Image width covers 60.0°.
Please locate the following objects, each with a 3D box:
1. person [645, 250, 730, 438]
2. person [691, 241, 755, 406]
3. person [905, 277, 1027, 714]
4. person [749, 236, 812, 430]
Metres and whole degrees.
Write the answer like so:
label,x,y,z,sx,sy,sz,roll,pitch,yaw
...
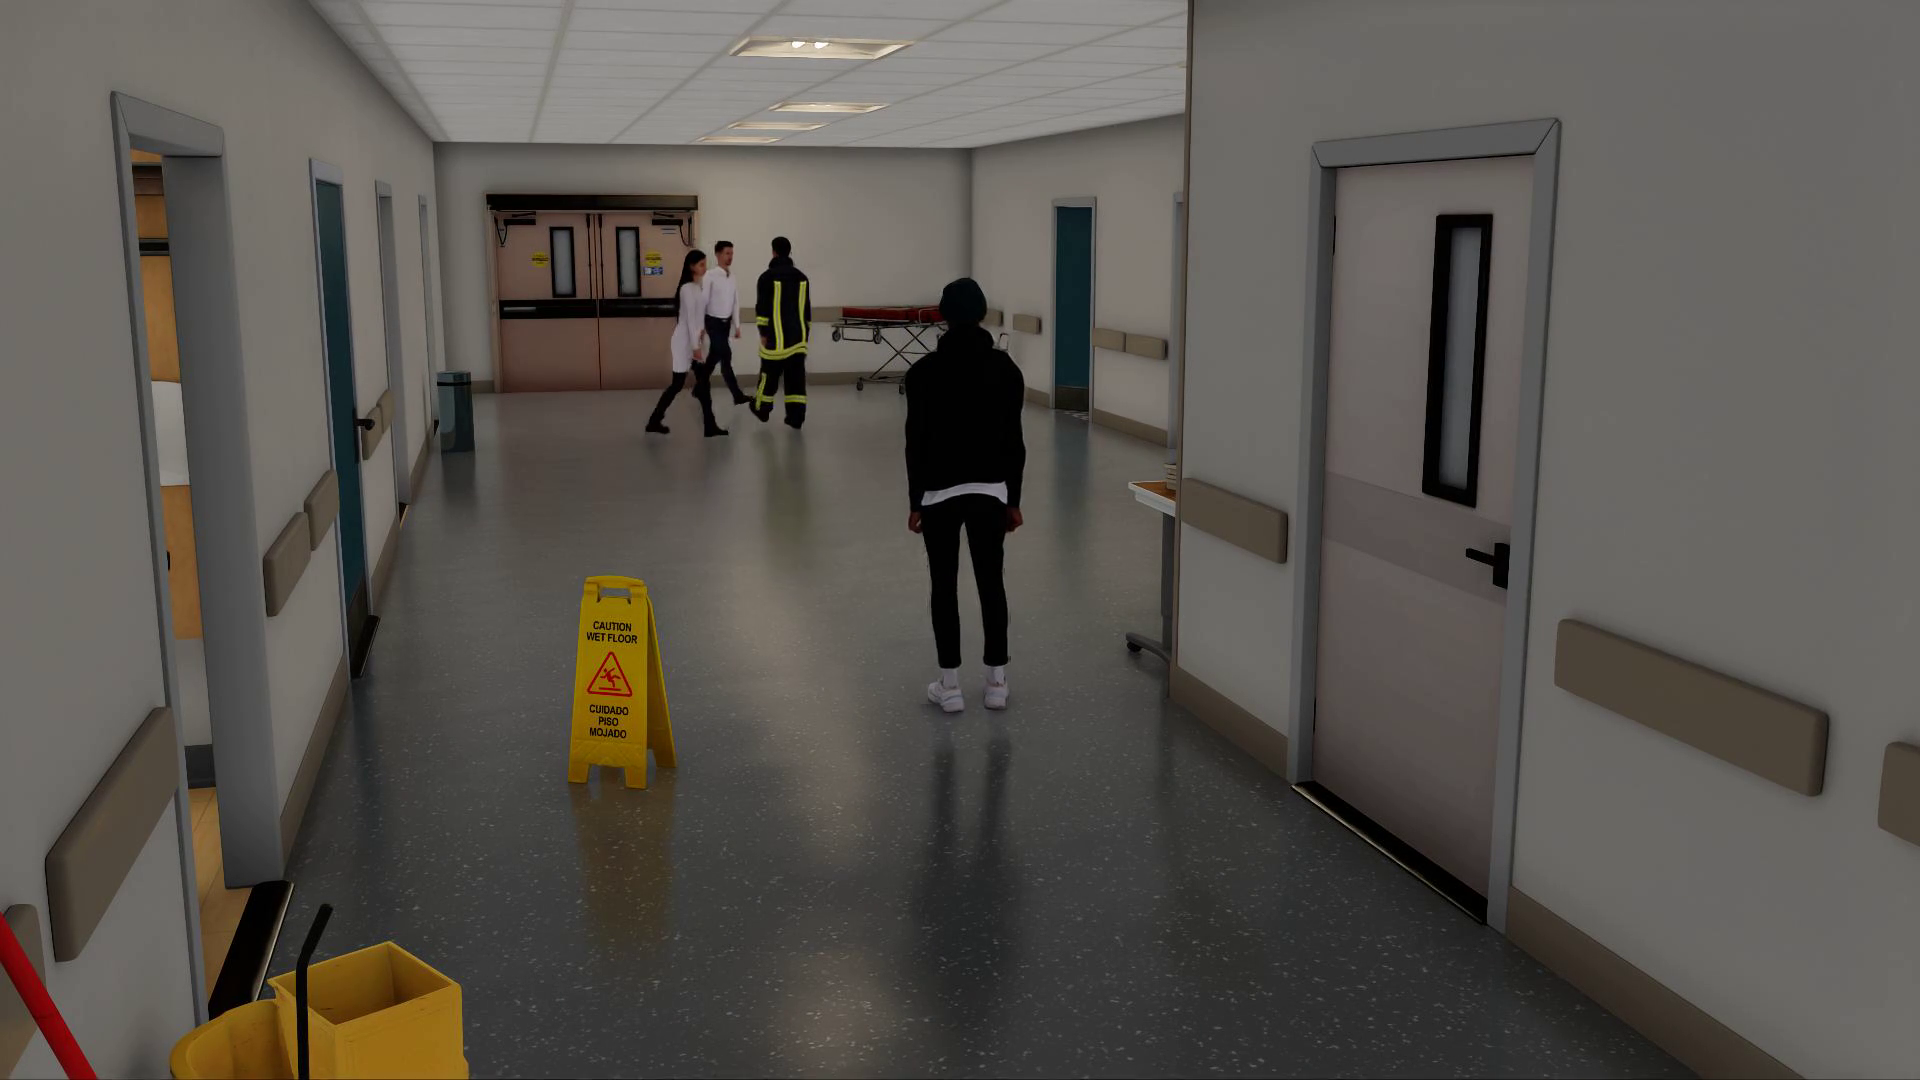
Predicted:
label,x,y,z,sx,sy,sz,roll,pitch,yaw
person,-2.653,-1.815,15.715,0.962,1.760,1.070,0,11,2
person,-2.777,-2.399,18.650,1.301,1.812,1.145,9,14,39
person,0.016,-0.191,7.010,0.672,1.814,0.567,-2,11,-13
person,-1.712,-2.041,16.564,1.006,1.887,1.231,-6,13,-31
